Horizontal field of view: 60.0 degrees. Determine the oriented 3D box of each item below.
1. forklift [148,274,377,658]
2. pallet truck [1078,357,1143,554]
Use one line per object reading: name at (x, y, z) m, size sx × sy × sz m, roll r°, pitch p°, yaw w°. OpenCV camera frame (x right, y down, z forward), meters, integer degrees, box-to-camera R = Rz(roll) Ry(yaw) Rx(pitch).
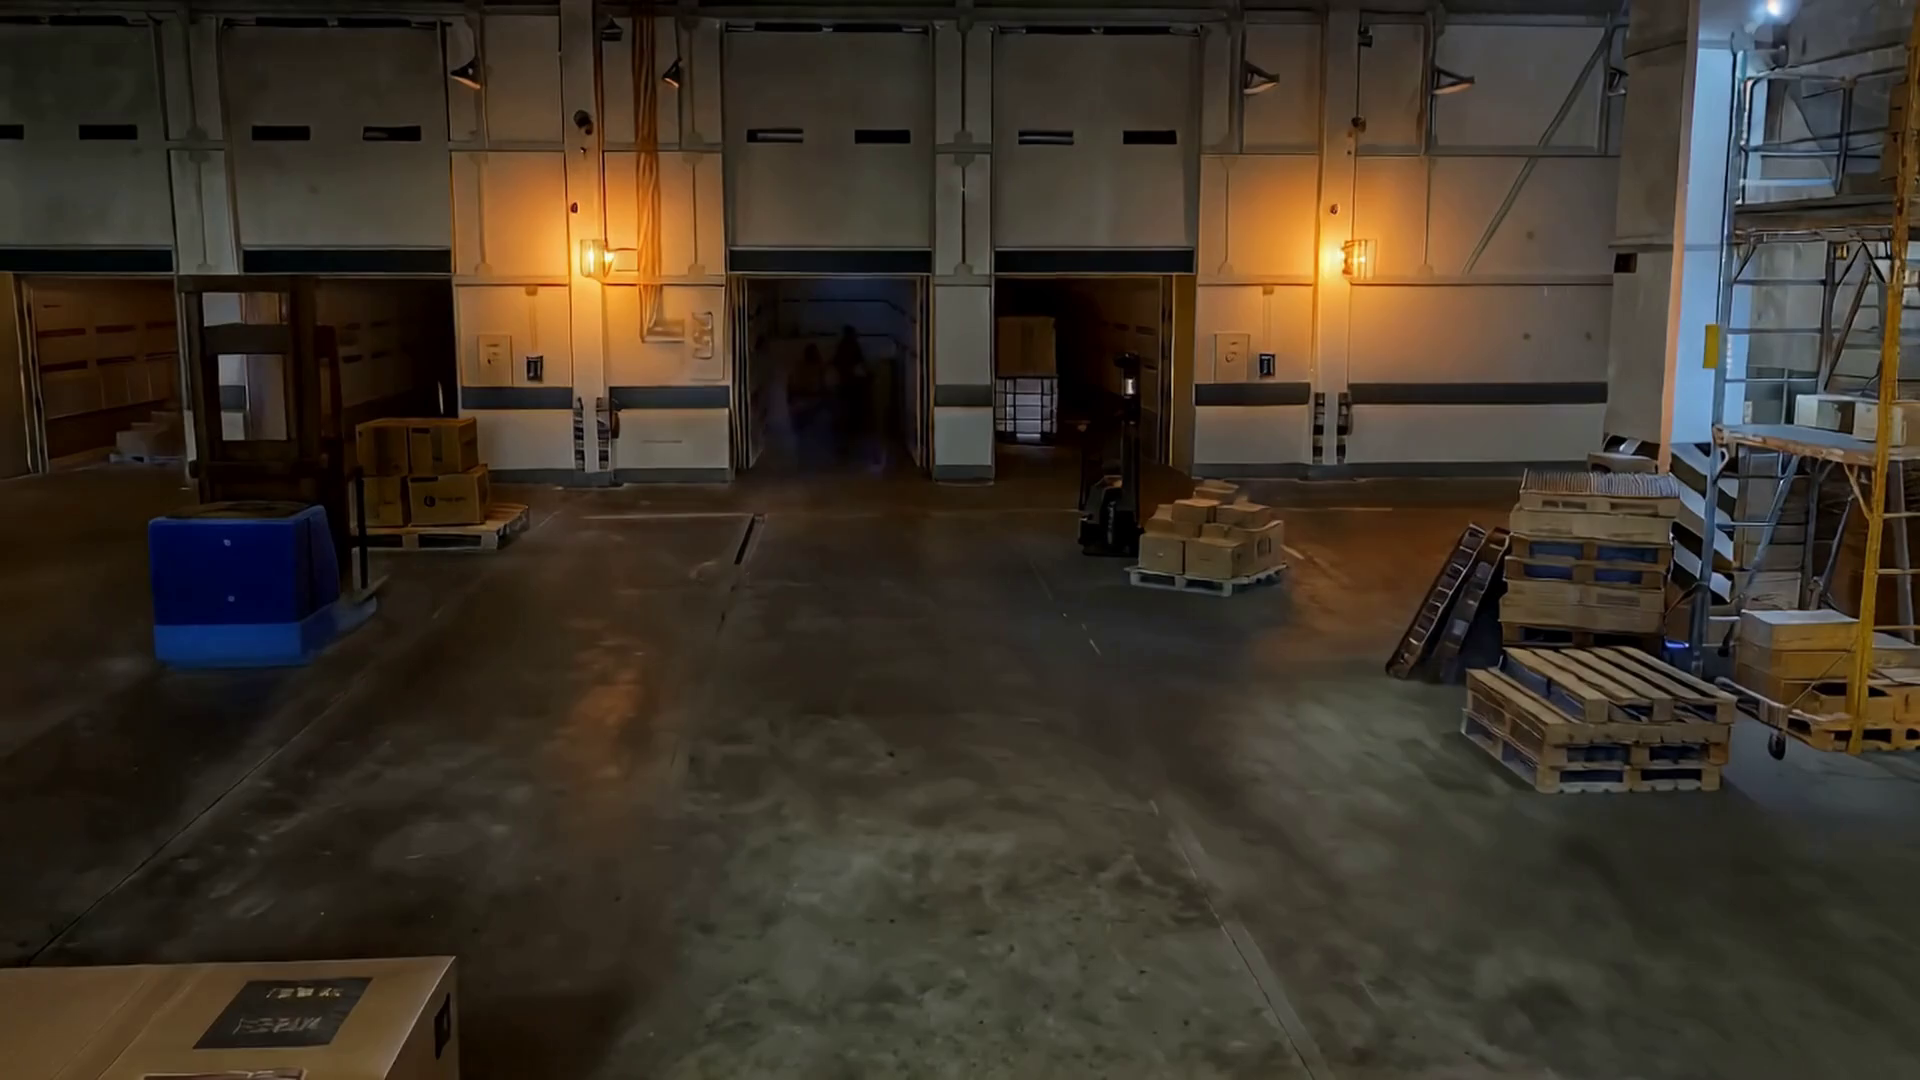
forklift at (-5.346, -0.626, 12.680) m, size 1.129 × 2.768 × 1.873 m, roll -1°, pitch 9°, yaw -4°
pallet truck at (2.088, -0.836, 16.757) m, size 1.885 × 1.965 × 0.823 m, roll 2°, pitch 9°, yaw 13°
